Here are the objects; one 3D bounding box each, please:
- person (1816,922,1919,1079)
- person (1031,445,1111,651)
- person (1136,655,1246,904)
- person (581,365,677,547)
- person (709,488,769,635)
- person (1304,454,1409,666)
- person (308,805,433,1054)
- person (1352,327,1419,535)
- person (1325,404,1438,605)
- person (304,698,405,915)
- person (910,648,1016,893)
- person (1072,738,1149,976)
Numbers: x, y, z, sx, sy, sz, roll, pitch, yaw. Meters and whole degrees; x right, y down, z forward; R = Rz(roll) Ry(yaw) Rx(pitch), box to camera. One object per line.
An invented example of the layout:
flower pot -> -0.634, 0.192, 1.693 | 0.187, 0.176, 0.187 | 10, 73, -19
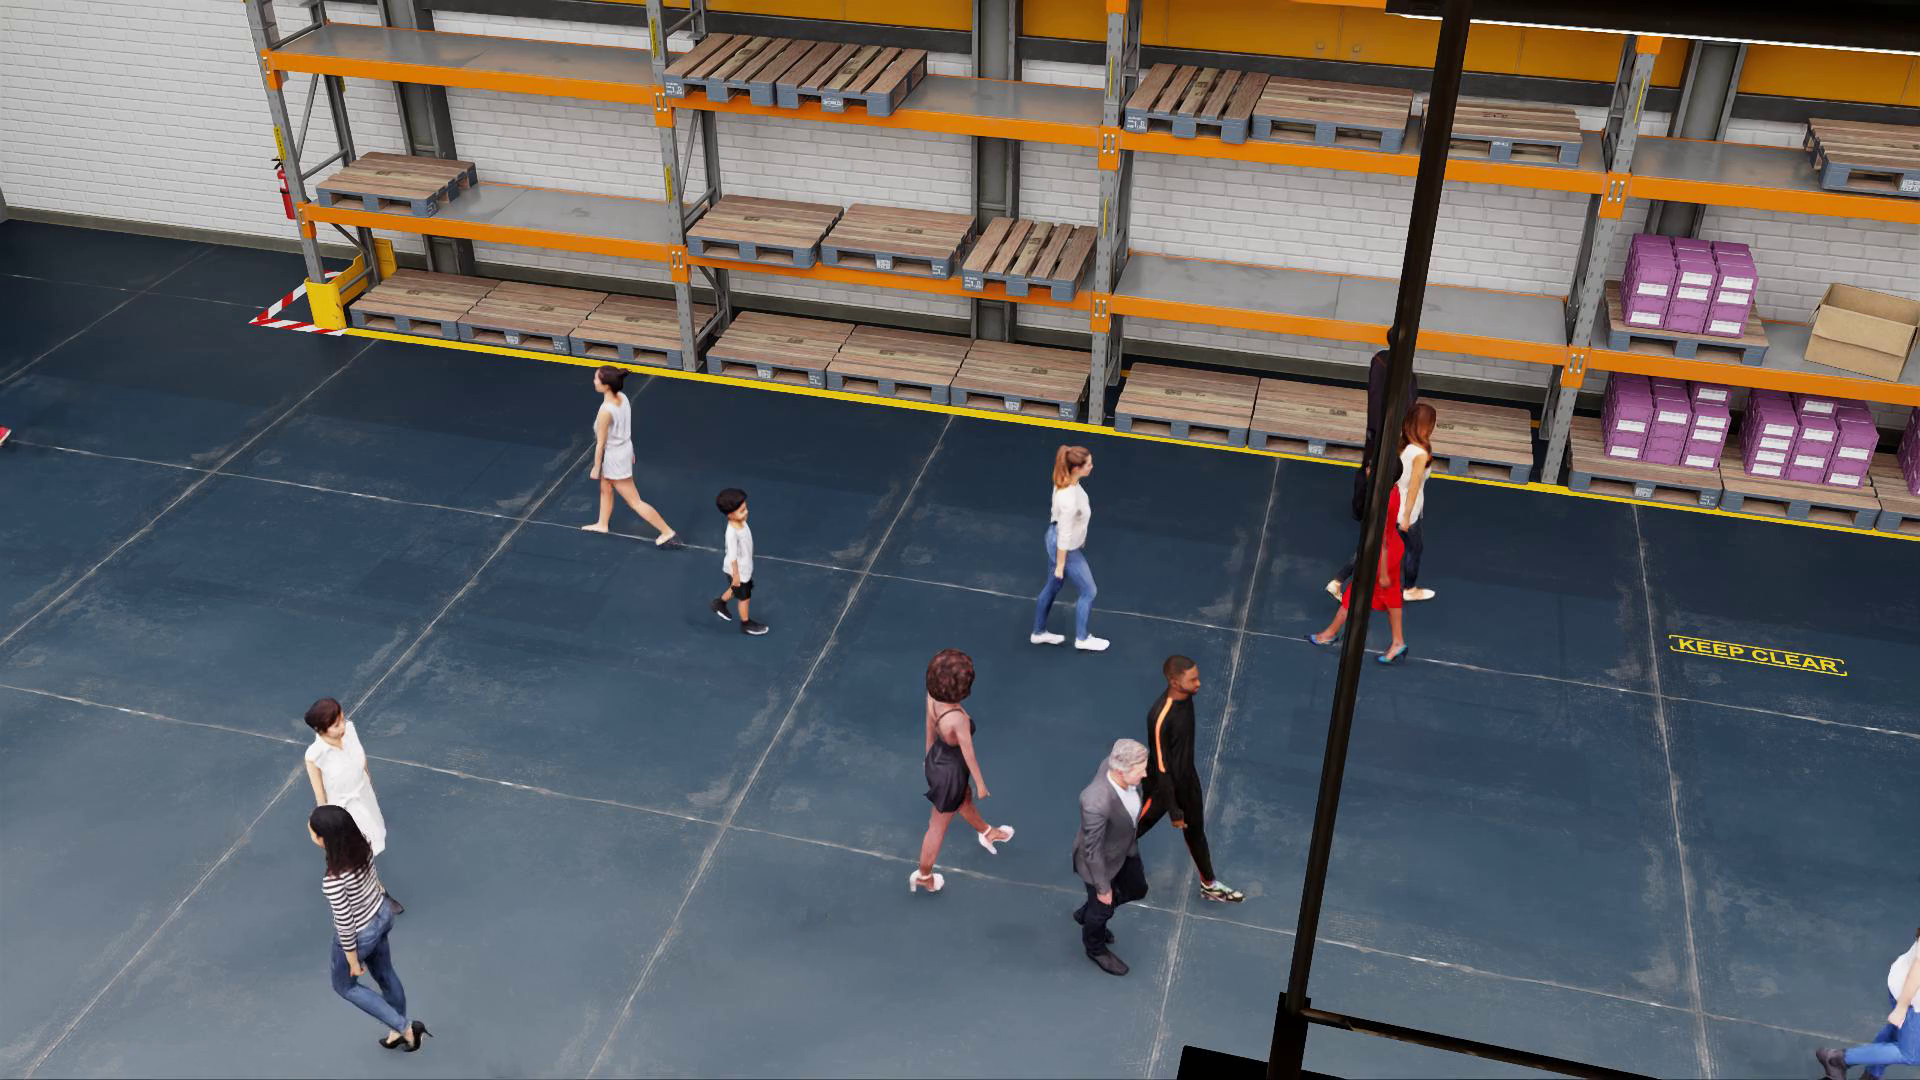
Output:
person -> 4.868, 2.328, 8.656 | 0.818, 1.675, 0.730 | 22, 39, 29
person -> 0.679, 0.085, 12.010 | 0.899, 1.699, 0.766 | -1, 34, -2
person -> 1.158, 1.429, 9.926 | 1.234, 1.767, 0.916 | 21, 39, 29
person -> -2.645, -0.625, 13.197 | 1.088, 1.568, 0.641 | 5, 34, 7
person -> -1.696, 0.154, 12.312 | 0.715, 1.250, 0.567 | 2, 34, 3
person -> 3.089, 0.180, 11.860 | 1.004, 1.707, 0.672 | 11, 35, 16
person -> -3.090, 2.123, 8.867 | 0.685, 1.783, 0.590 | 7, 34, 10
person -> 3.436, -0.904, 13.372 | 0.806, 1.838, 0.793 | -12, 36, -18
person -> 3.194, -0.212, 12.414 | 1.214, 1.748, 0.957 | -8, 34, -12
person -> -3.691, 1.555, 9.941 | 0.879, 1.541, 0.636 | 13, 36, 19
person -> -0.147, 1.443, 9.912 | 1.070, 1.760, 0.987 | -16, 37, -22
person -> 0.764, 1.747, 9.404 | 0.821, 1.815, 0.855 | 16, 37, 23
